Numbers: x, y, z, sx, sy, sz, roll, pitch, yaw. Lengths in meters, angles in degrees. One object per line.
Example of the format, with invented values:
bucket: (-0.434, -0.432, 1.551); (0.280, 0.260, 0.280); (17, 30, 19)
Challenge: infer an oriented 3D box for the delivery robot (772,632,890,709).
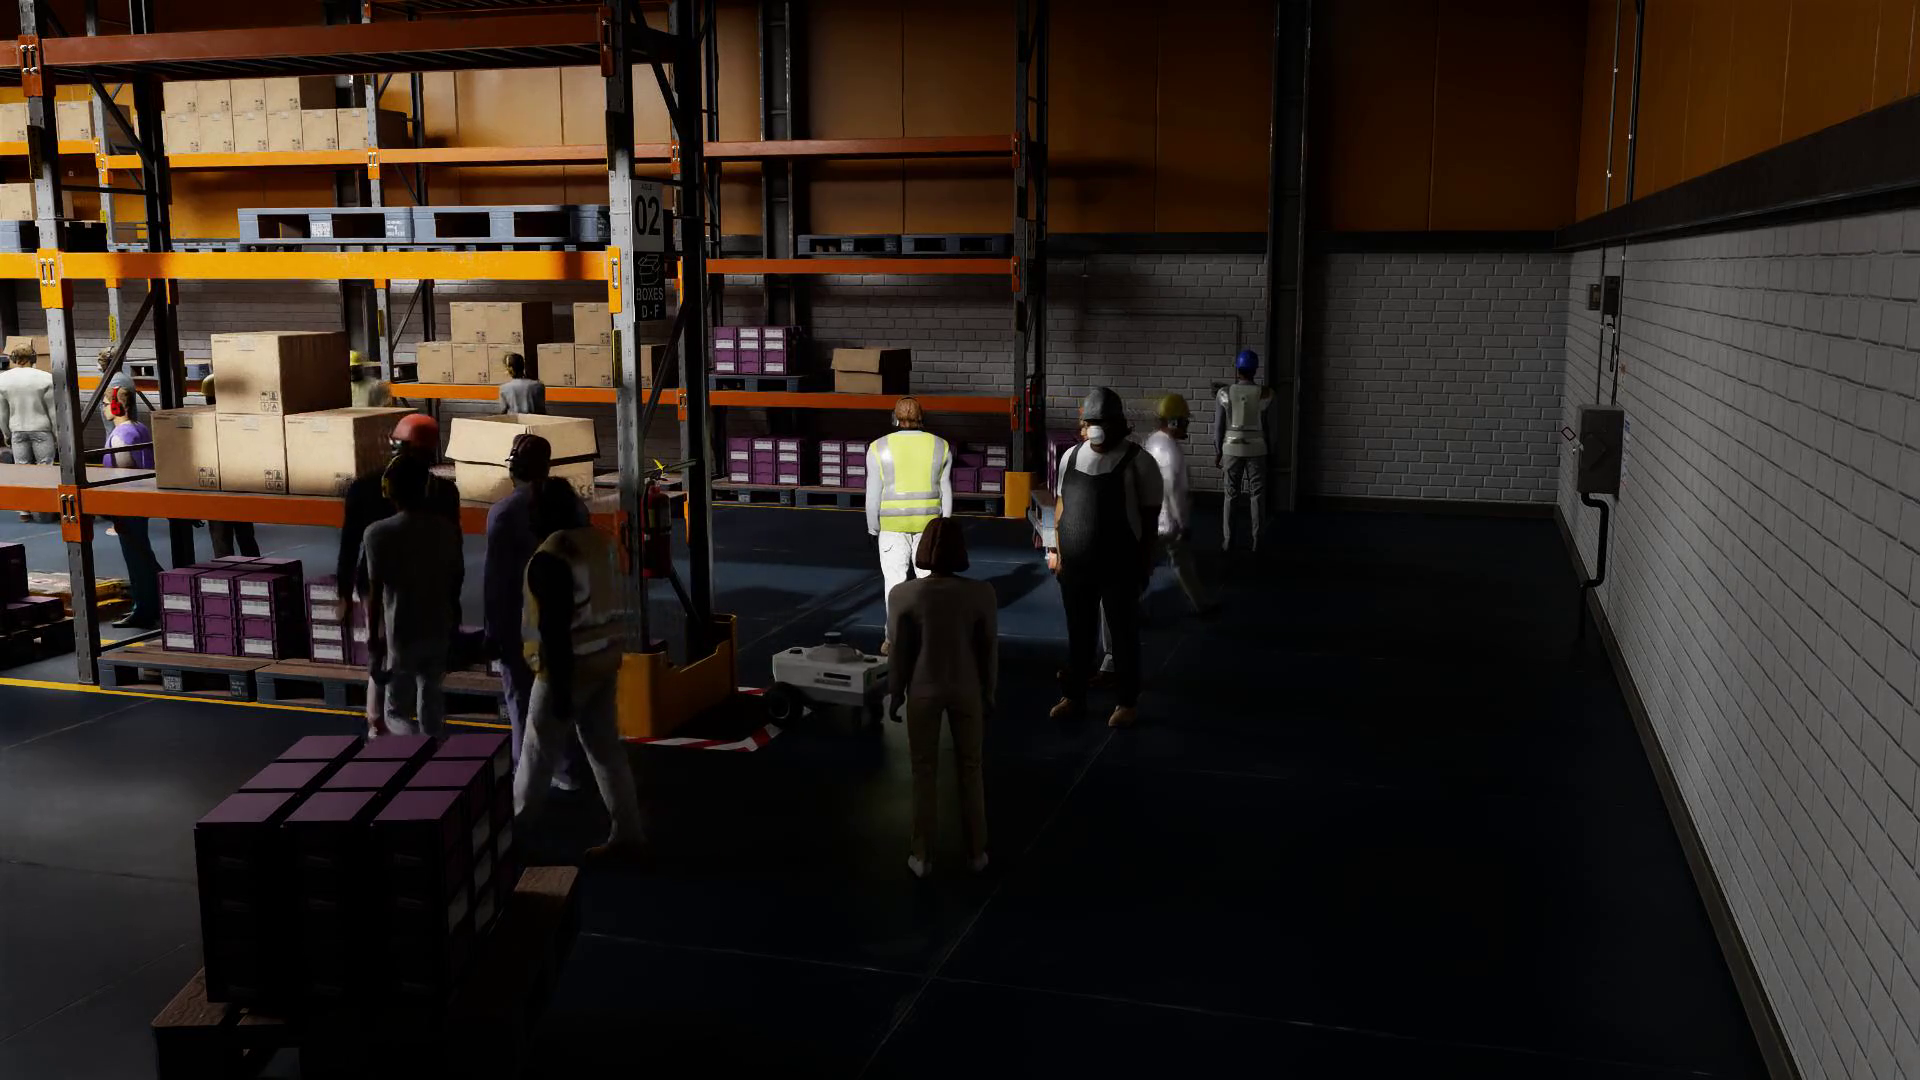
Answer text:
delivery robot: (-0.757, 0.795, 9.950); (0.707, 0.478, 0.477); (5, 10, 25)

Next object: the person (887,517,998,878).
person: (-0.078, 0.709, 7.479); (0.501, 1.633, 0.285); (0, 9, -3)

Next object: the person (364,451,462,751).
person: (-2.616, 0.500, 8.102); (0.524, 1.854, 0.526); (9, 13, 43)

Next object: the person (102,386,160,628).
person: (-6.329, -0.257, 12.722); (0.375, 1.843, 0.575); (-2, 10, -13)

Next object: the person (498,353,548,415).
person: (-4.656, -1.105, 17.929); (0.552, 1.831, 0.446); (0, 9, -1)

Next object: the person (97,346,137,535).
person: (-8.639, -1.022, 17.099); (0.361, 1.938, 0.635); (-2, 10, -15)

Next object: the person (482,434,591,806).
person: (-2.187, 0.405, 8.547); (0.402, 1.901, 0.647); (6, 11, 33)

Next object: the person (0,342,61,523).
person: (-9.970, -1.146, 17.857); (0.632, 1.940, 0.372); (-2, 10, -12)

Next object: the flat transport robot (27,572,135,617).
flat transport robot: (-7.304, 0.429, 13.332); (1.431, 0.197, 0.652); (4, 10, 24)

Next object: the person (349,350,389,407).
person: (-6.686, -1.206, 18.612); (0.673, 1.825, 0.409); (-2, 10, -12)

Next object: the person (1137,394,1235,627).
person: (1.630, -0.209, 12.618); (0.940, 1.778, 0.613); (0, 9, -2)

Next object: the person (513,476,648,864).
person: (-1.856, 0.609, 7.630); (0.902, 1.788, 0.695); (2, 10, 12)

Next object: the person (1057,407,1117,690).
person: (0.890, 0.029, 10.861); (0.356, 1.885, 0.574); (-6, 11, -31)

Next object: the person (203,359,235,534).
person: (-7.580, -0.982, 17.147); (0.344, 1.845, 0.506); (1, 9, 3)

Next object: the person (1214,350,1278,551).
person: (2.764, -0.859, 16.088); (0.615, 1.944, 0.396); (2, 10, 14)

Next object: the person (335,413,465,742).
person: (-3.037, 0.287, 9.076); (0.648, 1.951, 0.628); (-7, 12, -36)

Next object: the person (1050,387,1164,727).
person: (0.836, 0.098, 9.964); (0.682, 2.000, 0.537); (6, 11, 31)

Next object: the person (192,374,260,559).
person: (-5.667, -0.318, 12.849); (0.369, 1.928, 0.585); (5, 11, 29)

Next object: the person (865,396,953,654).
person: (-0.364, -0.091, 11.728); (0.625, 1.843, 0.430); (-2, 10, -13)
